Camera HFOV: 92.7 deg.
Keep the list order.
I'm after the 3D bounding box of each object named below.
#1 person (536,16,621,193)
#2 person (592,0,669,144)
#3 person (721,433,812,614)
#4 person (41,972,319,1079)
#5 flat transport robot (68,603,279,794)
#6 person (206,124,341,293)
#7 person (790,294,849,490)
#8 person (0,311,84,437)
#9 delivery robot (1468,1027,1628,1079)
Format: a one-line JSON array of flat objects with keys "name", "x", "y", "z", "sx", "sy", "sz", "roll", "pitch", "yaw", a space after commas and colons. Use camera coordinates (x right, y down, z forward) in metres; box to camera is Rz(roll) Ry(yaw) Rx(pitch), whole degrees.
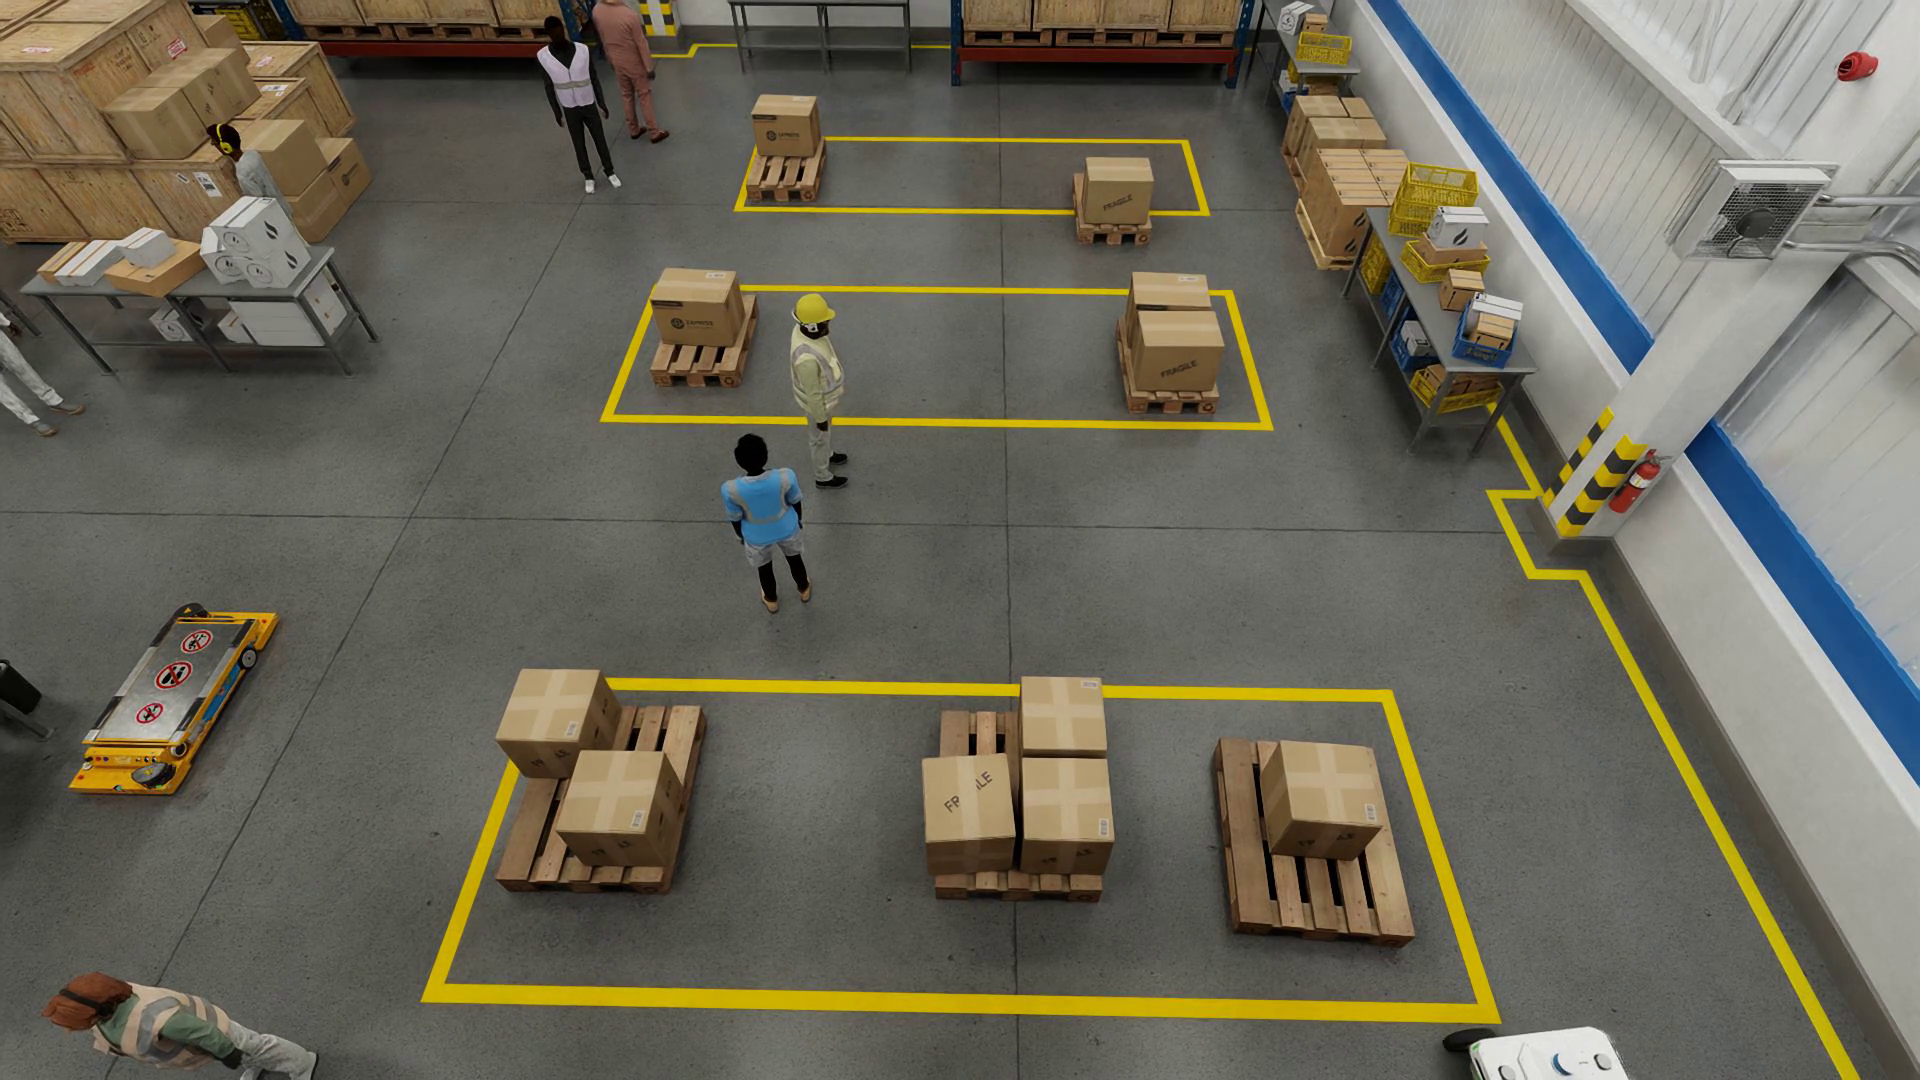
[{"name": "person", "x": -4.358, "y": -4.967, "z": 10.480, "sx": 0.600, "sy": 1.917, "sz": 0.376, "roll": -20, "pitch": 53, "yaw": -16}, {"name": "person", "x": -4.049, "y": -5.882, "z": 11.271, "sx": 0.654, "sy": 1.900, "sz": 0.397, "roll": 17, "pitch": 52, "yaw": 14}, {"name": "person", "x": -1.347, "y": -0.090, "z": 6.495, "sx": 0.535, "sy": 1.700, "sz": 0.318, "roll": -17, "pitch": 52, "yaw": -14}, {"name": "person", "x": -3.705, "y": 2.403, "z": 4.424, "sx": 0.511, "sy": 1.641, "sz": 0.309, "roll": 10, "pitch": 50, "yaw": 8}, {"name": "flat transport robot", "x": -5.504, "y": 1.072, "z": 6.442, "sx": 0.652, "sy": 0.197, "sz": 1.431, "roll": 1, "pitch": 50, "yaw": 1}, {"name": "person", "x": -6.692, "y": -3.138, "z": 8.964, "sx": 0.322, "sy": 1.871, "sz": 0.531, "roll": -14, "pitch": 51, "yaw": -12}, {"name": "person", "x": -1.116, "y": -1.167, "z": 7.330, "sx": 0.403, "sy": 1.826, "sz": 0.598, "roll": -2, "pitch": 50, "yaw": -2}, {"name": "person", "x": -8.336, "y": -1.729, "z": 7.764, "sx": 0.362, "sy": 1.883, "sz": 0.575, "roll": 13, "pitch": 51, "yaw": 10}, {"name": "delivery robot", "x": 3.047, "y": 2.766, "z": 4.765, "sx": 0.707, "sy": 0.478, "sz": 0.477, "roll": -5, "pitch": 50, "yaw": -4}]
